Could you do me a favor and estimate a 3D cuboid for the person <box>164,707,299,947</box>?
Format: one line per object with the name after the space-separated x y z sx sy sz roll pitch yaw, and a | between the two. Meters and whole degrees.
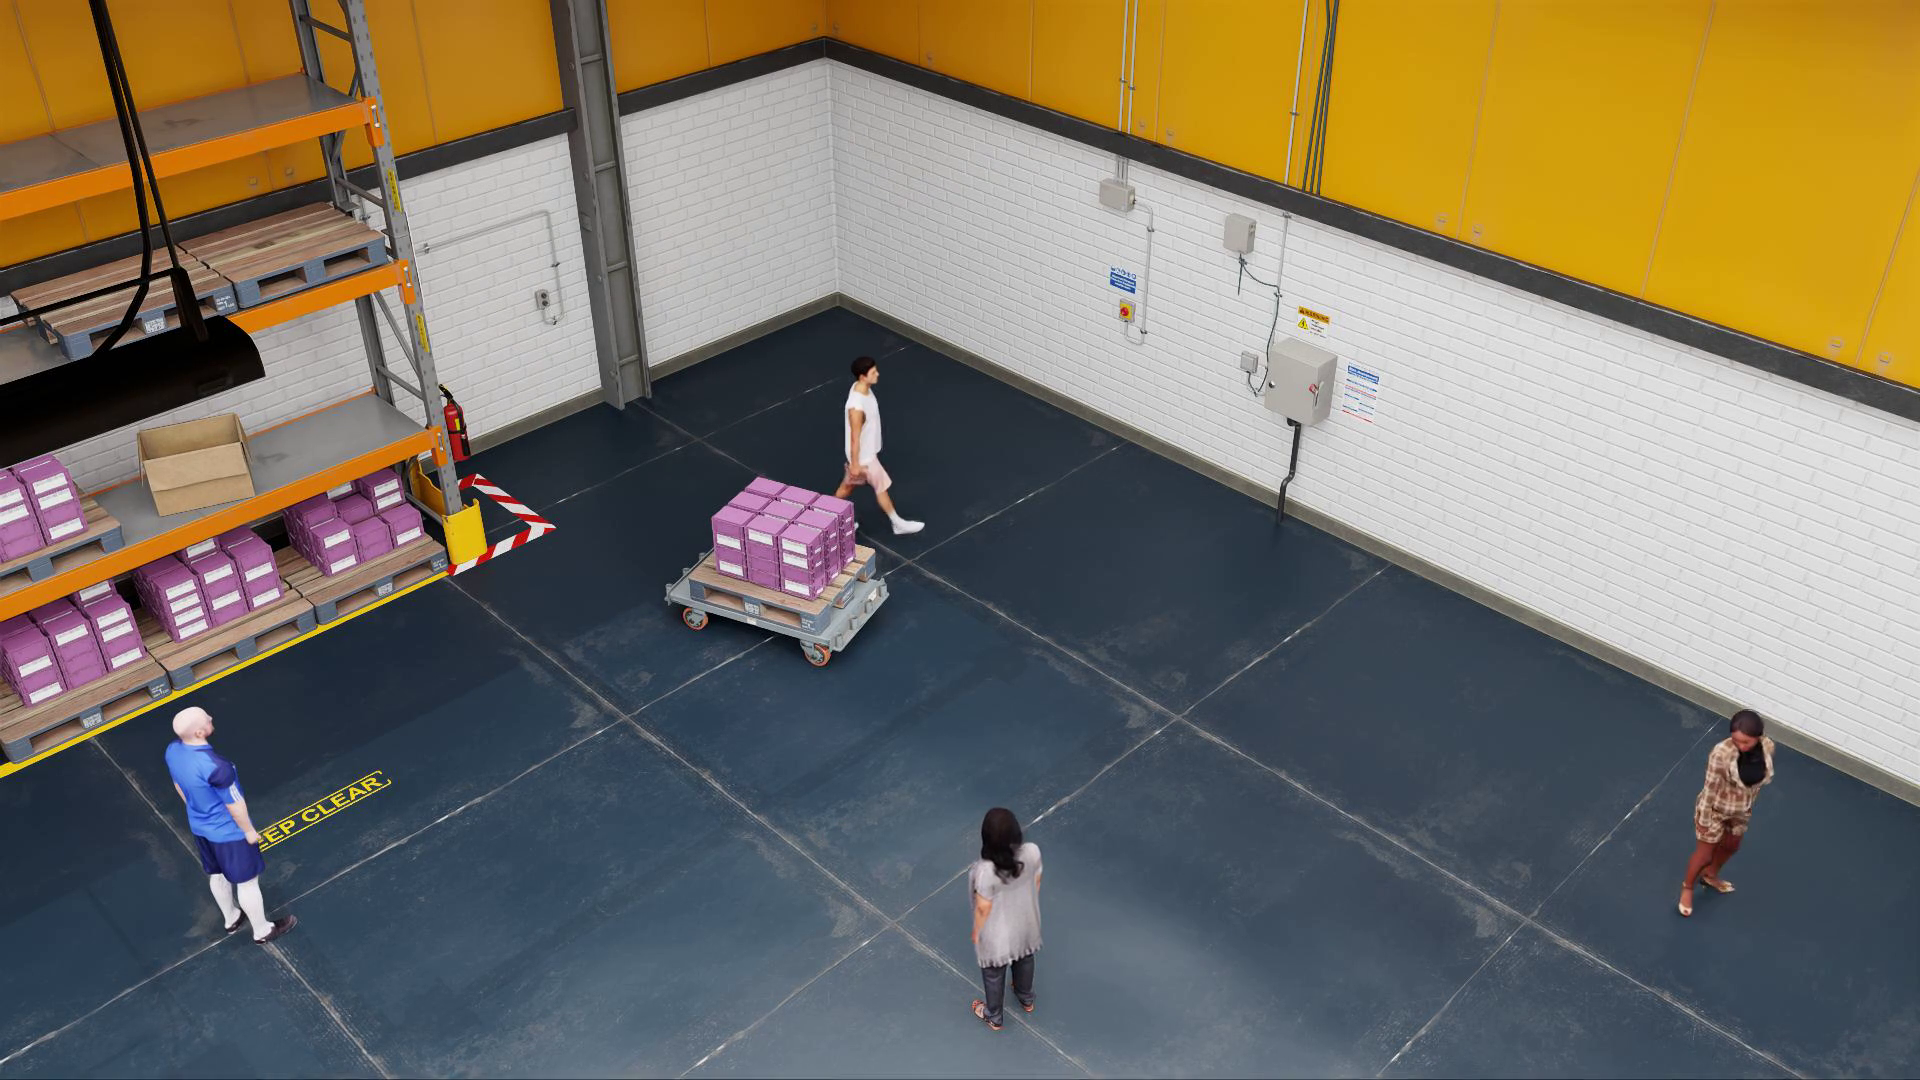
-4.651 1.790 10.468 0.730 1.841 0.667 16 37 23 | person

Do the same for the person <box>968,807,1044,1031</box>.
0.273 2.263 9.965 0.643 1.608 0.736 -21 39 -28 | person

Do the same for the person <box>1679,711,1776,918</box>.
4.904 1.719 10.651 0.759 1.756 0.897 -15 36 -21 | person

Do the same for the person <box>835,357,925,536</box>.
-0.924 -0.777 14.421 1.176 1.740 1.127 1 34 1 | person
